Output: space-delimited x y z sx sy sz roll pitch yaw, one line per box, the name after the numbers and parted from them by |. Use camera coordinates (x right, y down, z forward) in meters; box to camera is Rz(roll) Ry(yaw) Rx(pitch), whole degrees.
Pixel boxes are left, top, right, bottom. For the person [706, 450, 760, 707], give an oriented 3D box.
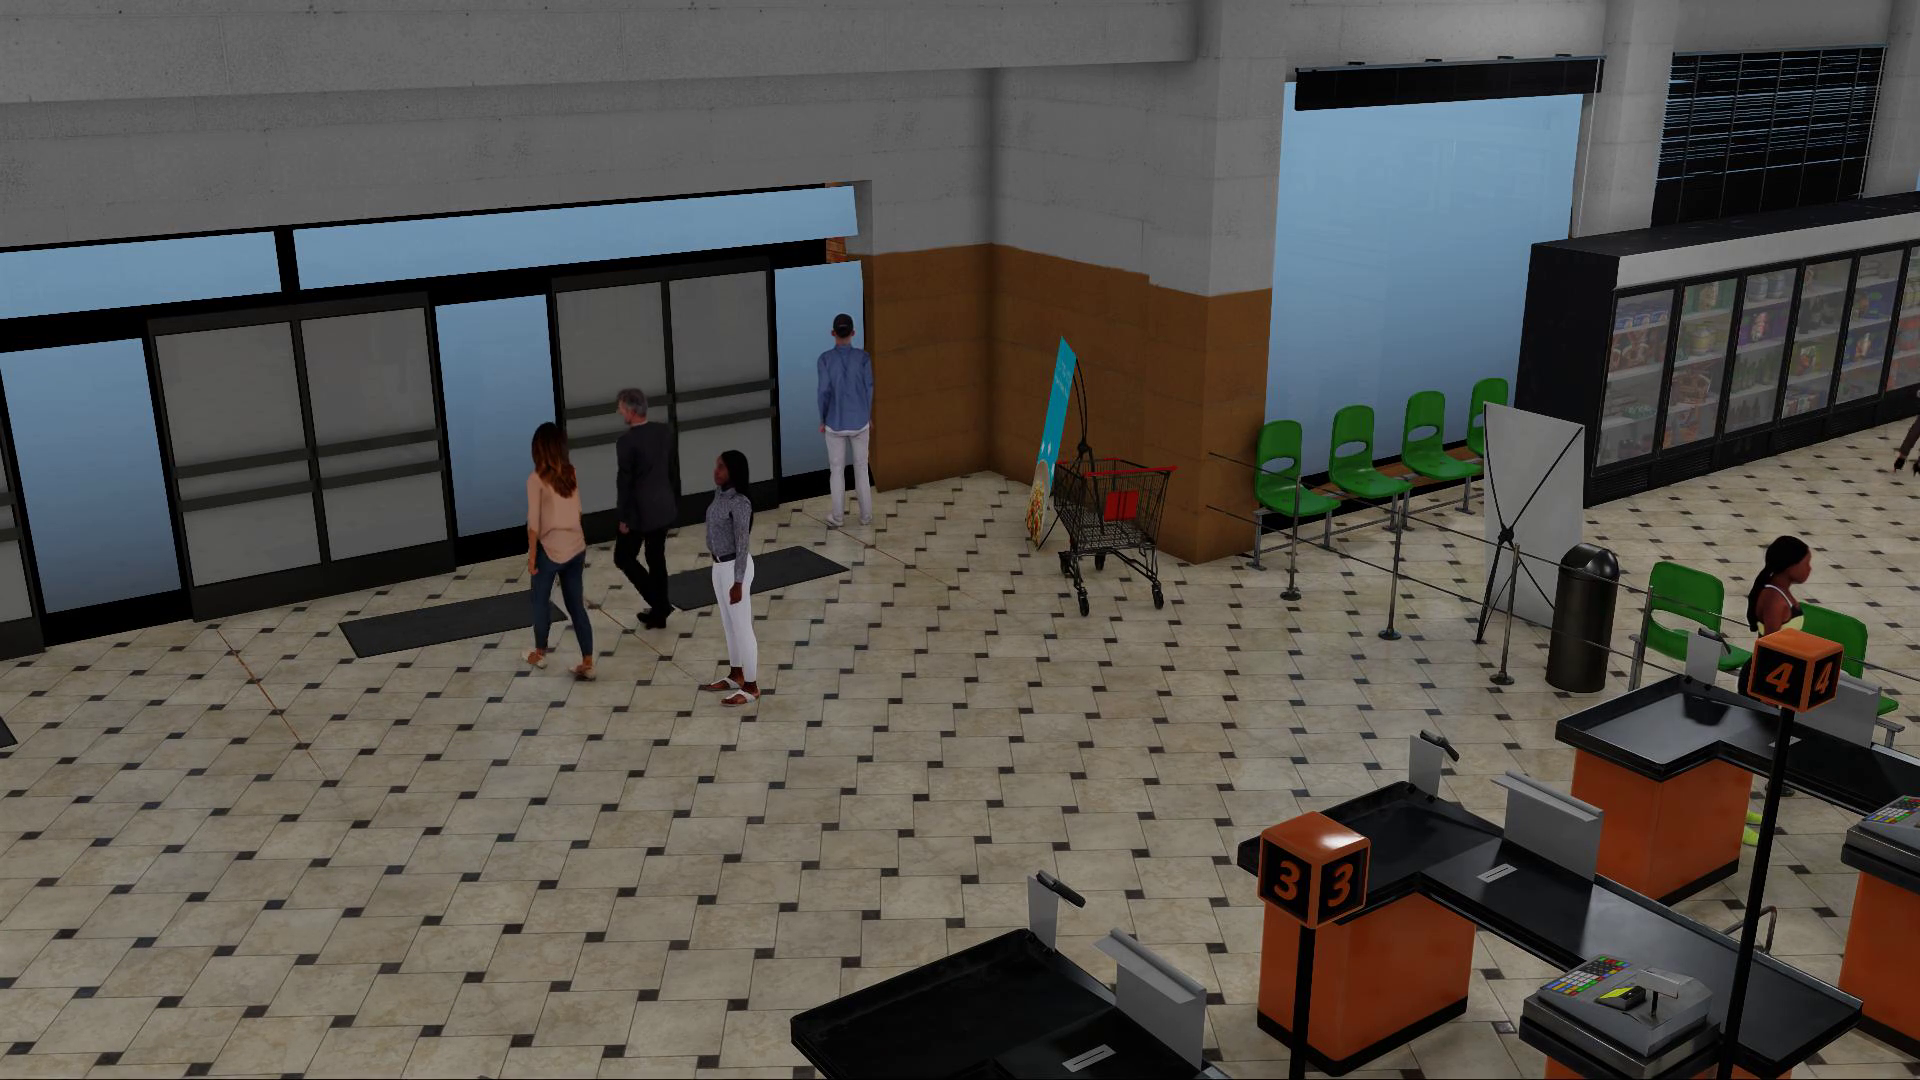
-1.499 0.232 10.959 0.674 1.721 0.495 -10 21 -26 | person

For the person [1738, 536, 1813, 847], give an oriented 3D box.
4.427 0.809 9.195 0.652 1.755 0.642 9 21 25 | person

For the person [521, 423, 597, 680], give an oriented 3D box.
-2.653 0.118 11.252 0.991 1.750 0.825 15 23 37 | person

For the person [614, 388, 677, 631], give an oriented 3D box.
-2.218 -0.198 12.080 0.880 1.821 0.863 12 22 33 | person

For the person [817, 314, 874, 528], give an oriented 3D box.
-0.986 -1.039 14.468 0.732 1.887 0.715 -4 19 -11 | person
